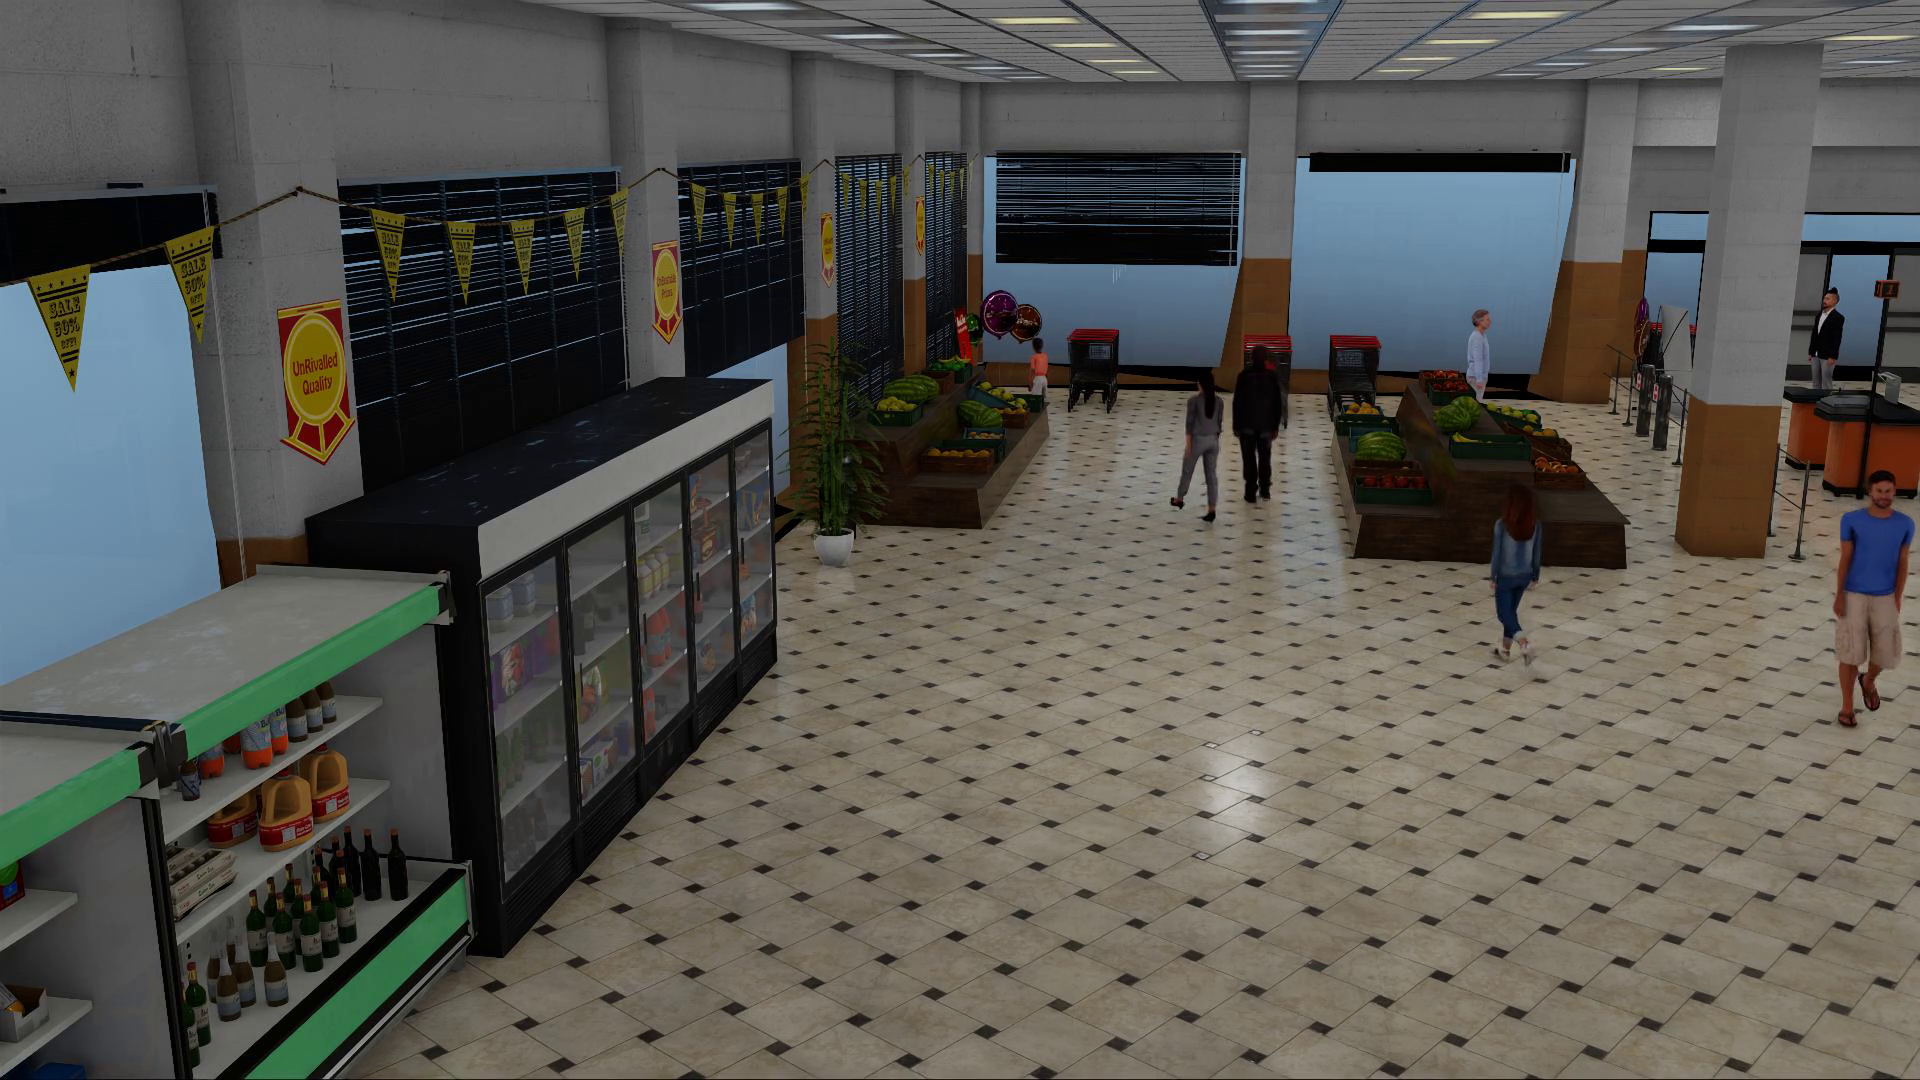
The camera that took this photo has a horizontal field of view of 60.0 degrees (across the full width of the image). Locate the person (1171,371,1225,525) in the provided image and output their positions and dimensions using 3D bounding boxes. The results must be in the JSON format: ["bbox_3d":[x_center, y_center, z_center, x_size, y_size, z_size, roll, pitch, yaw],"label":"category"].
[{"bbox_3d":[2.690,-0.976,18.105,0.940,1.634,1.150,-5,14,-19],"label":"person"}]

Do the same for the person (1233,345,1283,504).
[{"bbox_3d":[3.408,-1.314,19.119,0.728,1.814,0.675,1,14,2],"label":"person"}]

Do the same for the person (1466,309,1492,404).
[{"bbox_3d":[6.996,-2.179,22.517,0.756,1.894,0.585,5,15,21],"label":"person"}]

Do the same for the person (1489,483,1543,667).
[{"bbox_3d":[4.423,0.312,13.182,0.784,1.452,0.953,-3,14,-11],"label":"person"}]

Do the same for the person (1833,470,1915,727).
[{"bbox_3d":[6.537,0.393,12.013,0.722,1.847,0.839,5,14,19],"label":"person"}]

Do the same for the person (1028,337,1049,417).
[{"bbox_3d":[1.157,-2.305,24.276,0.558,1.309,0.619,-10,17,-35],"label":"person"}]

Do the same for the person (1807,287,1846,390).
[{"bbox_3d":[13.088,-2.847,25.150,0.850,1.950,0.690,-3,14,-13],"label":"person"}]
